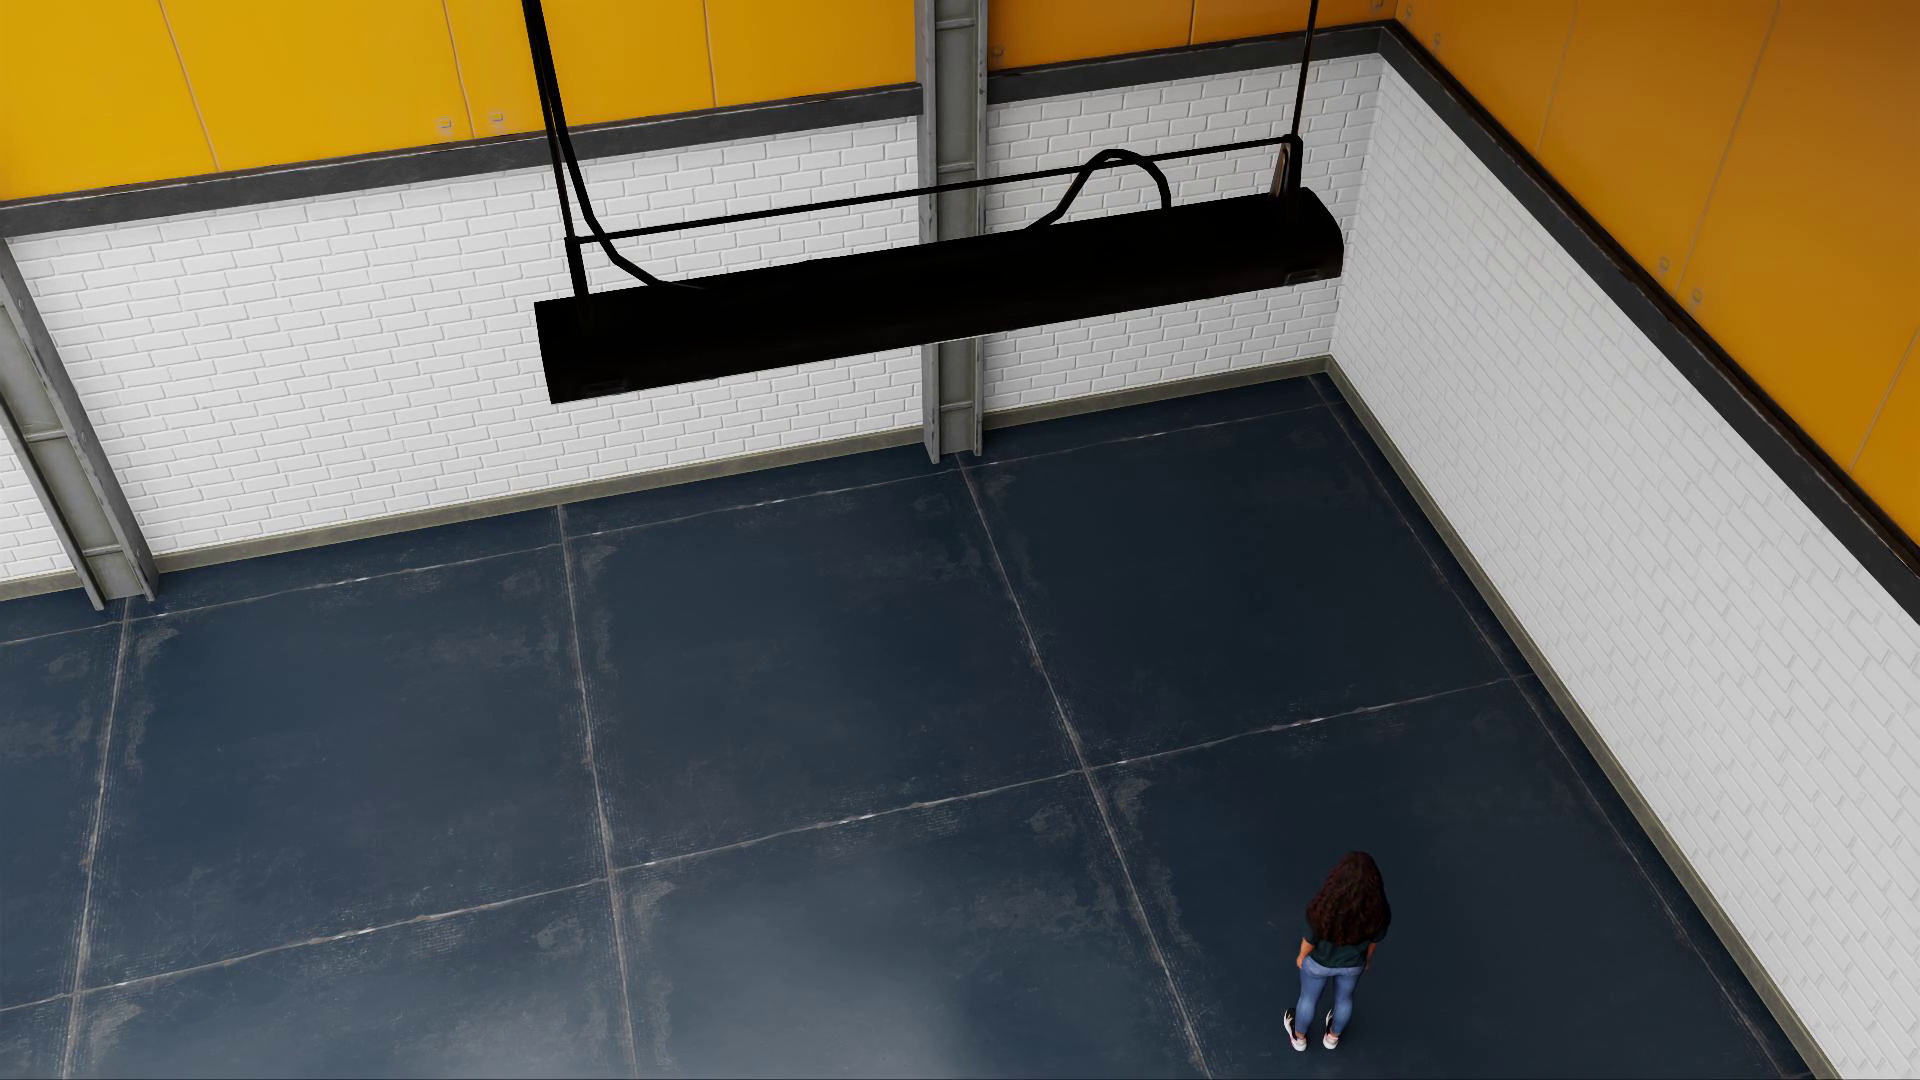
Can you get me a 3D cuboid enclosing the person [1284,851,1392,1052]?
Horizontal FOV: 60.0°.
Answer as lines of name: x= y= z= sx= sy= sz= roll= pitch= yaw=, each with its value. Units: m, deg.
person: x=1.950 y=2.151 z=8.632 sx=0.623 sy=1.617 sz=0.729 roll=1 pitch=44 yaw=1
